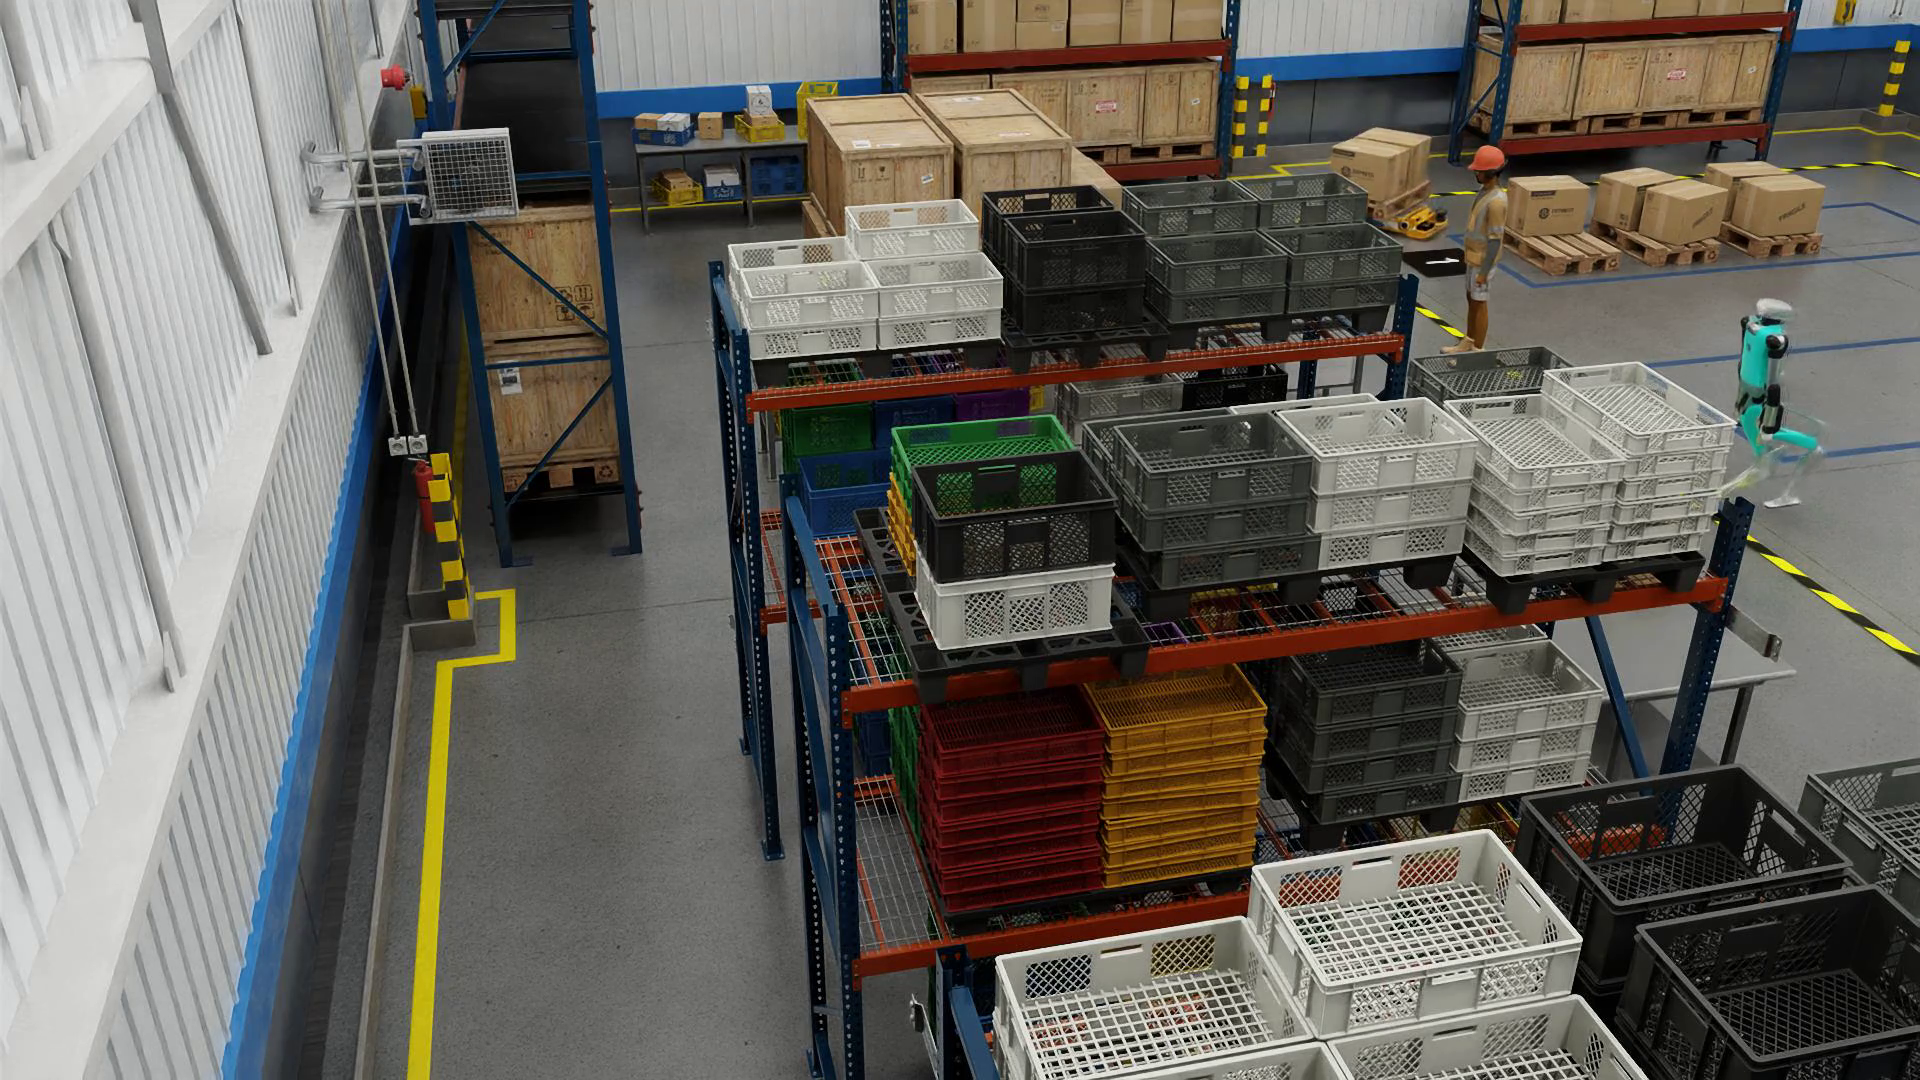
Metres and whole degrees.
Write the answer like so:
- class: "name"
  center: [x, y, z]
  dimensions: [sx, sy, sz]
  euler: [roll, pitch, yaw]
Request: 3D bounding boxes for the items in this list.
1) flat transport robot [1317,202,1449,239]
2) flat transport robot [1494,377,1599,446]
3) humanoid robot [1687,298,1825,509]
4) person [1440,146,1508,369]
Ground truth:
- class: "flat transport robot"
  center: [4.826, -3.761, 19.153]
  dimensions: [1.431, 0.197, 0.652]
  euler: [20, 34, 33]
- class: "flat transport robot"
  center: [4.780, -1.036, 14.013]
  dimensions: [0.659, 0.231, 1.431]
  euler: [-6, 28, -12]
- class: "humanoid robot"
  center: [6.050, -0.933, 12.284]
  dimensions: [1.039, 1.753, 0.540]
  euler: [-1, 28, -2]
- class: "person"
  center: [4.652, -2.530, 14.955]
  dimensions: [0.389, 2.036, 0.604]
  euler: [2, 28, 4]
